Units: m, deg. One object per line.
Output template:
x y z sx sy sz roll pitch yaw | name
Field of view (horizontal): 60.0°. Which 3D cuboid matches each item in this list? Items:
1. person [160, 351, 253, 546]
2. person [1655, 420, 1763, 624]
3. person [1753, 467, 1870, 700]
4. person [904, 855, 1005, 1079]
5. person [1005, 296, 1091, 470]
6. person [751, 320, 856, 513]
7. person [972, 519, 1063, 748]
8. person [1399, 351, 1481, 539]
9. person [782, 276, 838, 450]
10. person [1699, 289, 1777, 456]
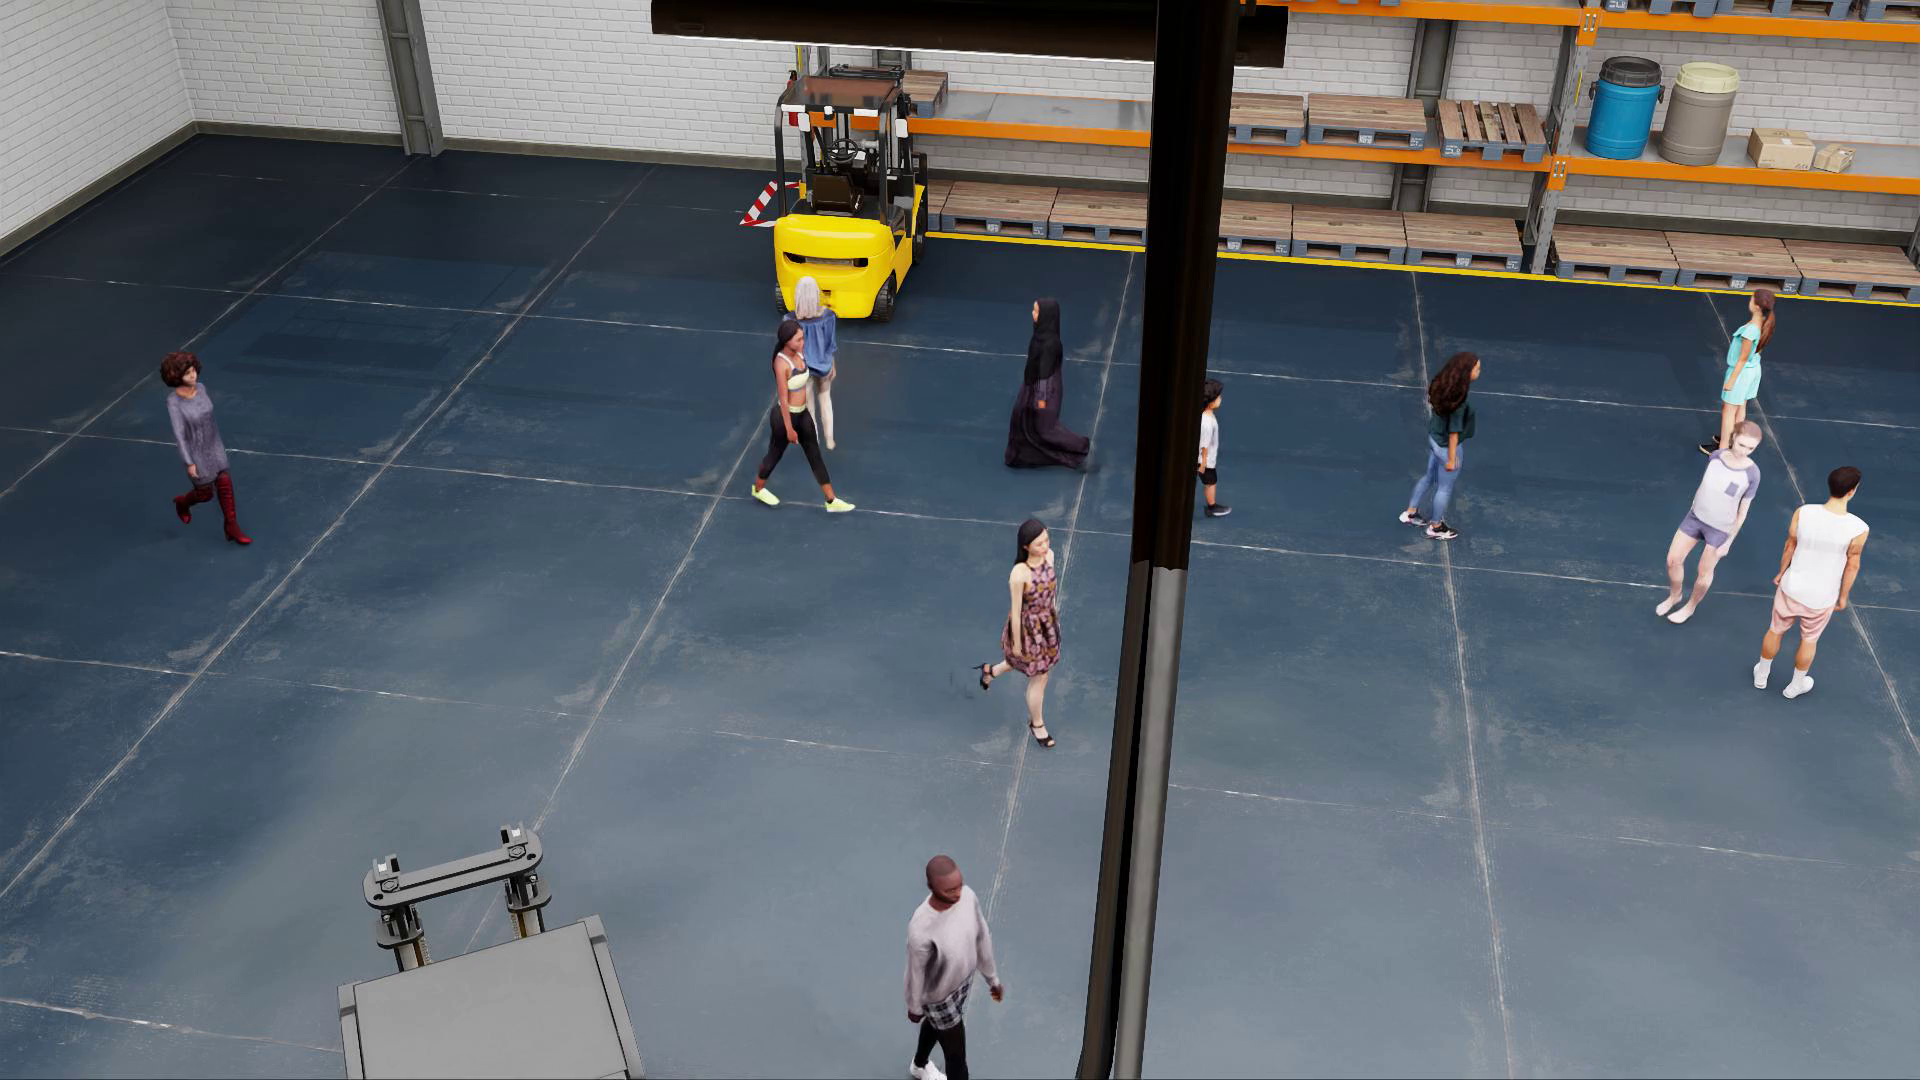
-5.988 -0.692 13.001 0.907 1.695 0.691 12 36 18 | person
5.542 -0.128 12.108 0.773 1.745 0.715 -19 38 -26 | person
5.837 0.305 11.423 0.680 1.782 0.790 25 41 32 | person
-0.149 2.238 8.546 1.064 1.748 0.889 22 40 30 | person
0.774 -1.293 13.988 1.026 1.604 0.783 -3 34 -5 | person
-1.448 -0.974 13.423 1.223 1.699 0.812 15 36 21 | person
0.422 0.588 11.021 1.045 1.756 0.875 22 40 30 | person
3.838 -0.773 13.187 0.726 1.626 0.668 -2 34 -4 | person
-1.238 -1.401 14.075 0.678 1.688 0.775 -10 35 -15 | person
6.697 -1.428 14.234 0.637 1.558 0.685 -25 41 -32 | person
